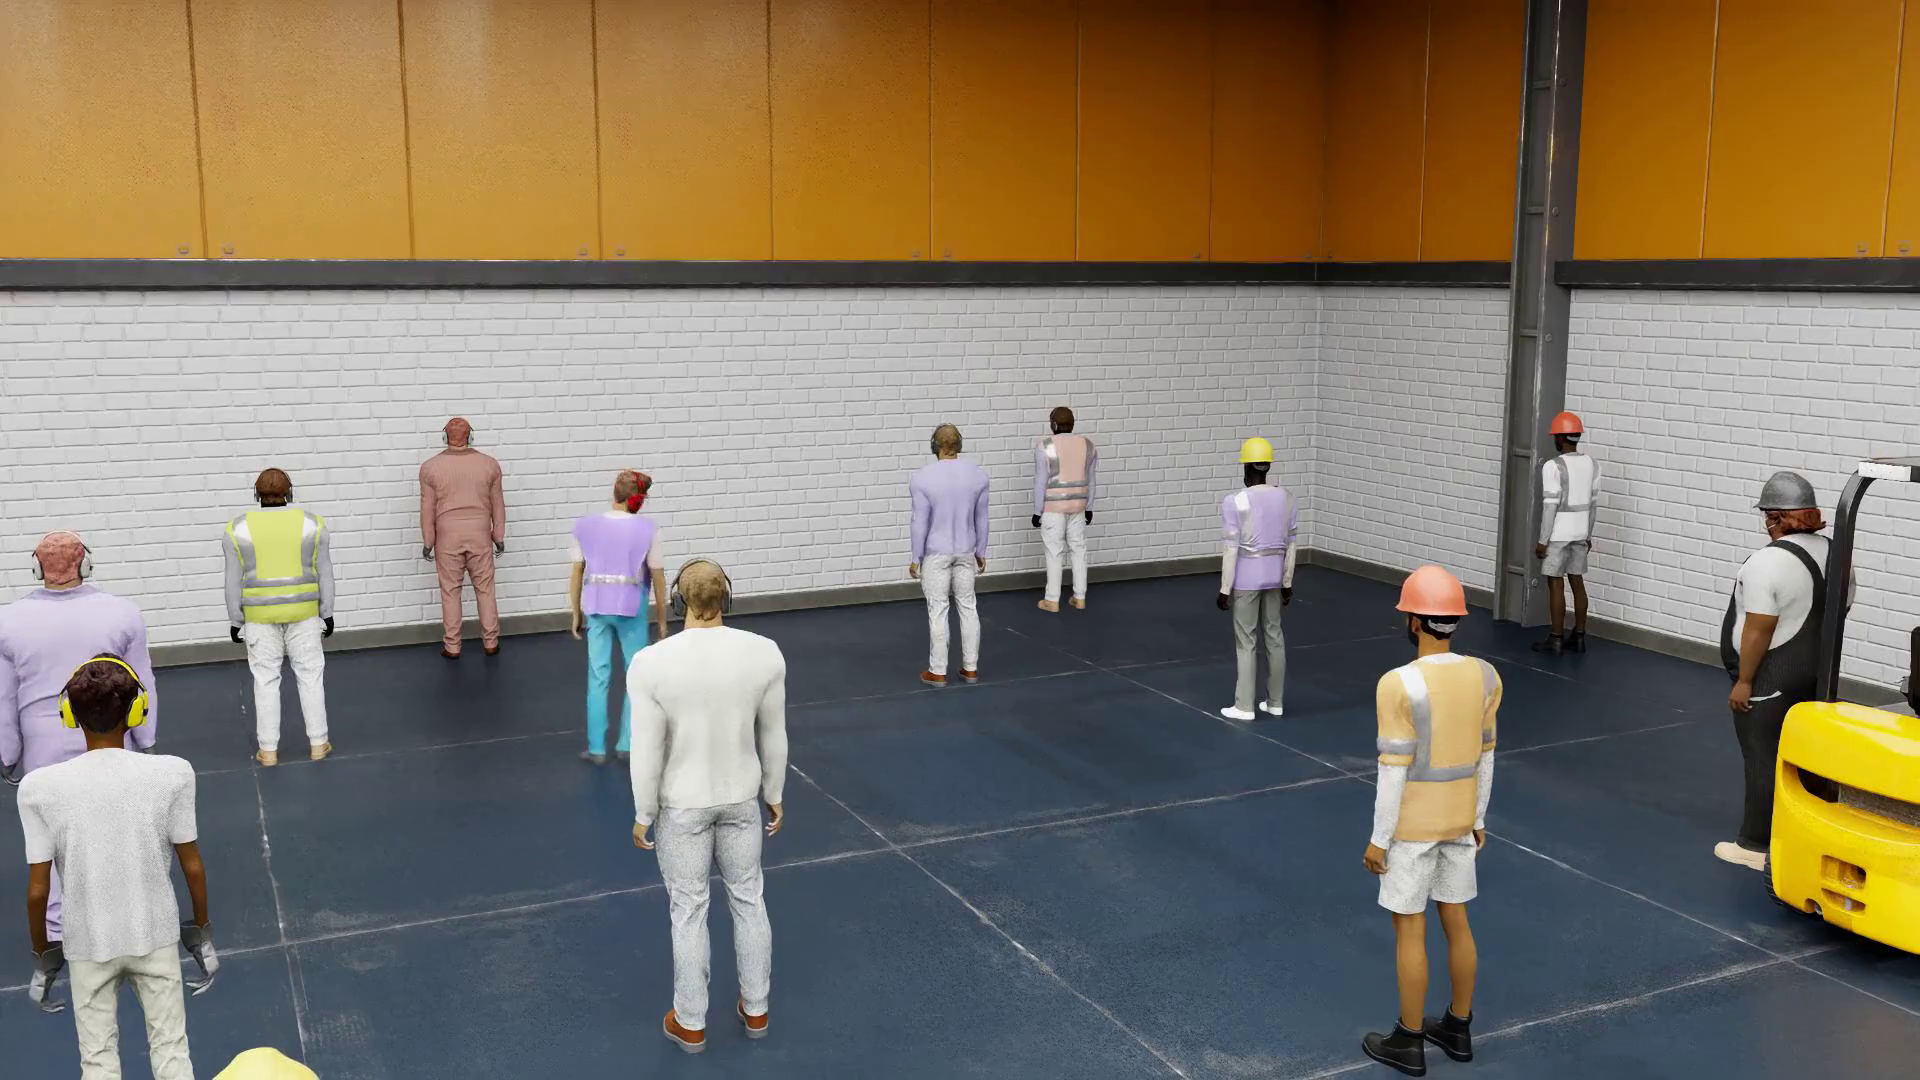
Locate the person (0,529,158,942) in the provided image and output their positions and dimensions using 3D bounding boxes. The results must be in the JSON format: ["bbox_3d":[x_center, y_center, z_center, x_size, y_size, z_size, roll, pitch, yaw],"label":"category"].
[{"bbox_3d":[-3.929,0.899,7.416,0.652,1.904,0.403,-4,10,-25],"label":"person"}]

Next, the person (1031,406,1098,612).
[{"bbox_3d":[0.917,-0.279,14.923,0.634,1.839,0.429,-4,10,-25],"label":"person"}]

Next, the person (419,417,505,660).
[{"bbox_3d":[-3.913,-0.017,13.094,0.652,1.906,0.403,-4,10,-25],"label":"person"}]

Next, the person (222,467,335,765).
[{"bbox_3d":[-4.196,0.467,10.289,0.634,1.841,0.429,-4,10,-25],"label":"person"}]

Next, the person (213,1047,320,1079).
[{"bbox_3d":[-1.062,1.702,2.665,0.600,1.827,0.404,-4,10,-25],"label":"person"}]

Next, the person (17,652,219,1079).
[{"bbox_3d":[-2.609,1.279,5.184,0.534,1.863,0.309,-4,10,-25],"label":"person"}]

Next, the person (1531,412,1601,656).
[{"bbox_3d":[4.788,-0.051,13.211,0.551,1.932,0.378,-4,10,-25],"label":"person"}]

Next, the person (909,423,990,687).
[{"bbox_3d":[-0.082,0.110,12.206,0.635,1.936,0.355,-4,10,-25],"label":"person"}]

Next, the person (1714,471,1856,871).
[{"bbox_3d":[4.167,0.653,8.518,0.688,2.000,0.536,-4,10,-25],"label":"person"}]

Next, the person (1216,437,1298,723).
[{"bbox_3d":[1.994,0.267,11.263,0.594,1.924,0.382,-4,10,-25],"label":"person"}]

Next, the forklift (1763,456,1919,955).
[{"bbox_3d":[4.857,0.731,7.561,2.313,2.155,1.214,-4,10,-25],"label":"forklift"}]

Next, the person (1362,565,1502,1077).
[{"bbox_3d":[1.766,1.057,6.332,0.551,1.934,0.373,-4,10,-25],"label":"person"}]

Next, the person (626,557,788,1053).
[{"bbox_3d":[-0.979,1.029,6.507,0.635,1.936,0.355,-4,10,-25],"label":"person"}]

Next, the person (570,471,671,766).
[{"bbox_3d":[-2.117,0.486,10.281,0.618,1.813,0.441,1,9,5],"label":"person"}]
